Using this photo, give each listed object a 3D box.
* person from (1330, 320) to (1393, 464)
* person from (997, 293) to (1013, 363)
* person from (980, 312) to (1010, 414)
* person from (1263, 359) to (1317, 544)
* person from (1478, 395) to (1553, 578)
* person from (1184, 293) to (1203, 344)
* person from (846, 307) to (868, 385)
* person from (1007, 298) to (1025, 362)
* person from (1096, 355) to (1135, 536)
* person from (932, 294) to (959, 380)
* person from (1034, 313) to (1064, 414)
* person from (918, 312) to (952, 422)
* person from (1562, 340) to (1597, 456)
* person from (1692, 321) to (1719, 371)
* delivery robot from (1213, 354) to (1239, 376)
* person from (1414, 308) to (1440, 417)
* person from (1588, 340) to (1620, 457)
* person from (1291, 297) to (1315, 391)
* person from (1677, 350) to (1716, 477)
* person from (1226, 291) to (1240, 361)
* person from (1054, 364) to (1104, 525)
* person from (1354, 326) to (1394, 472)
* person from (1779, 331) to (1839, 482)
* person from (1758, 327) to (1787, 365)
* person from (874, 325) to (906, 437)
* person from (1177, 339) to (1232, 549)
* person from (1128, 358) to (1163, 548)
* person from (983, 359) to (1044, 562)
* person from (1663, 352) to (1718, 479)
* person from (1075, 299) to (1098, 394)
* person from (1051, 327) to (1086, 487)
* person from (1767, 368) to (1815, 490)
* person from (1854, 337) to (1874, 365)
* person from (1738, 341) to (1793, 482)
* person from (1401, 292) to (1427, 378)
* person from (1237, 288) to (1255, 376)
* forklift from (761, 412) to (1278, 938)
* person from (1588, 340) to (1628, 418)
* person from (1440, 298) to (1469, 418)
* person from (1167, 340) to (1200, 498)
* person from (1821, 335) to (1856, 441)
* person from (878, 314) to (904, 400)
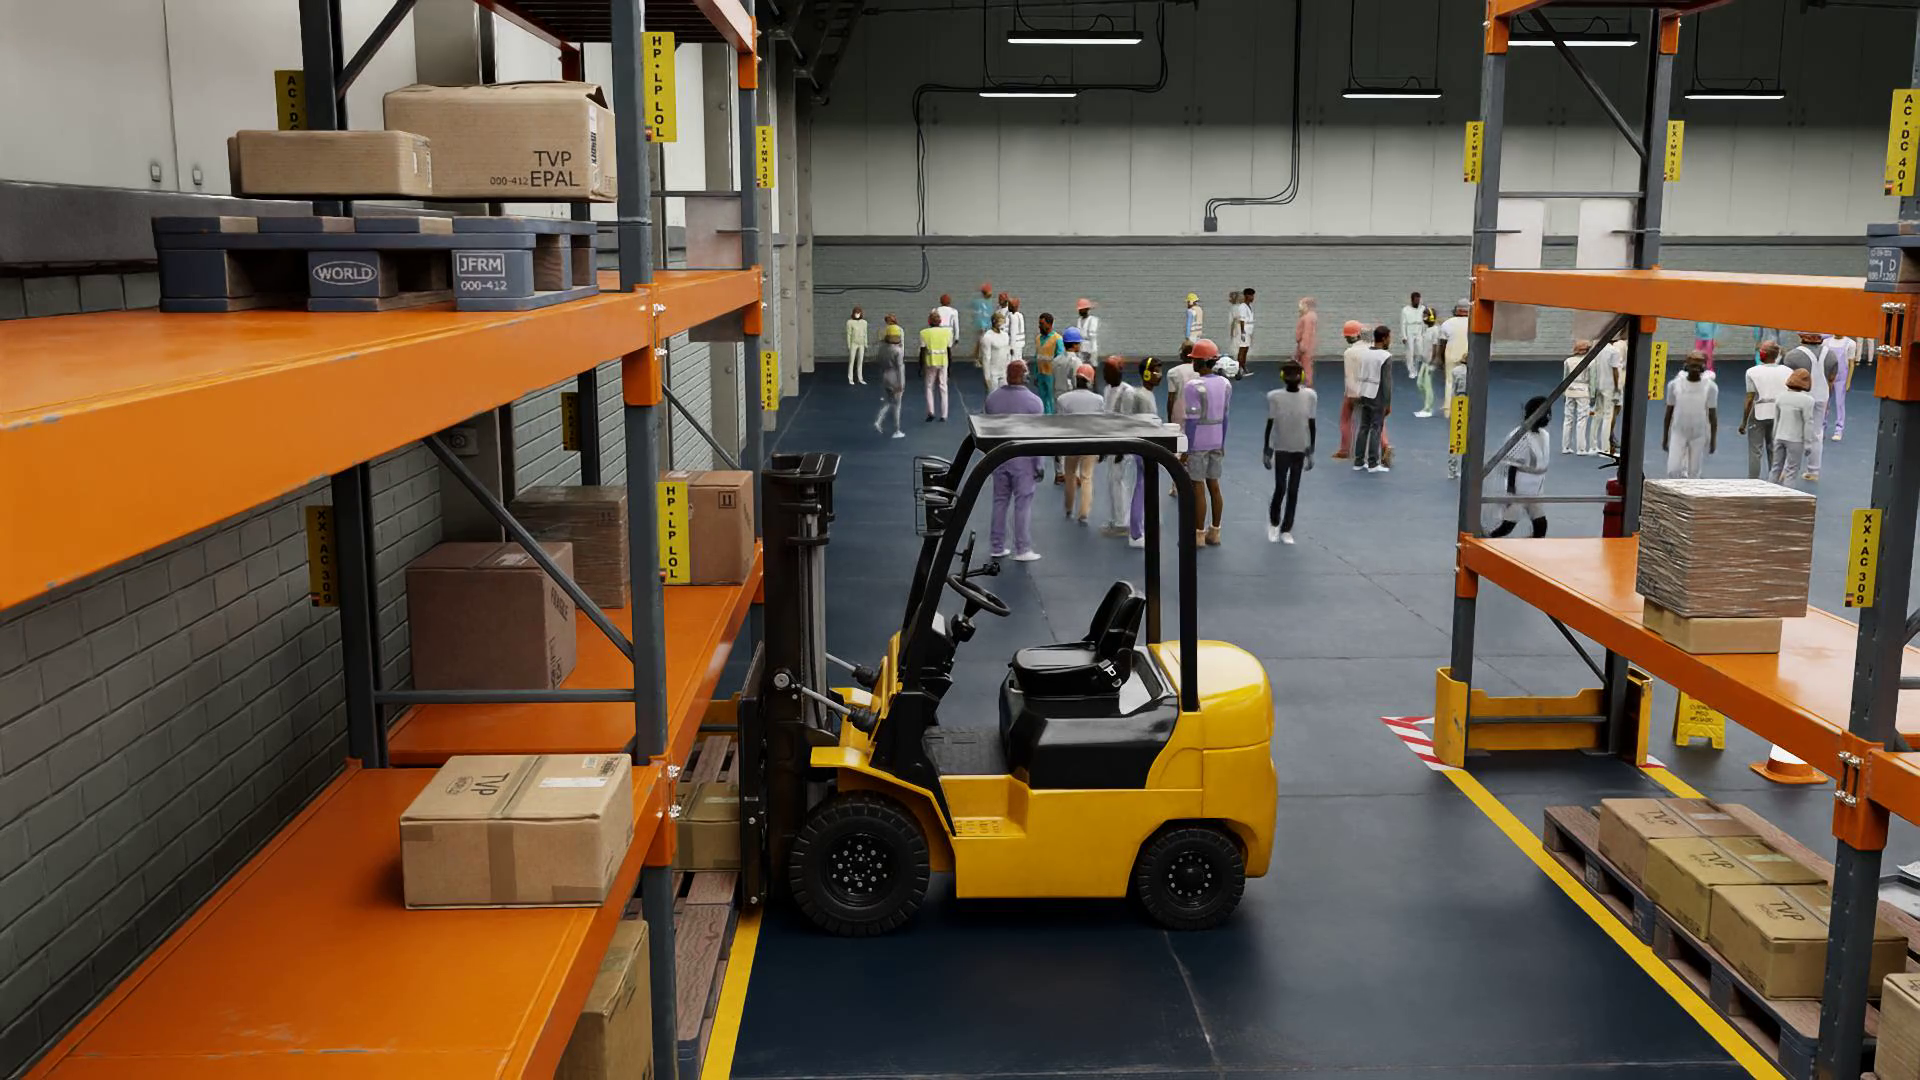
[{"bbox_3d":[5.457,-1.996,22.467,0.621,1.947,0.955,-7,13,-36],"label":"person"},{"bbox_3d":[0.944,-4.399,36.007,0.356,1.883,0.572,-7,12,-35],"label":"person"},{"bbox_3d":[0.540,-2.517,25.410,0.369,1.932,0.623,7,12,34],"label":"person"},{"bbox_3d":[3.262,-0.859,16.411,0.490,1.844,0.481,0,10,1],"label":"person"},{"bbox_3d":[4.923,-0.451,14.619,0.554,1.665,0.744,-9,13,-41],"label":"person"},{"bbox_3d":[5.274,-4.671,37.705,0.404,1.824,0.585,8,13,36],"label":"person"},{"bbox_3d":[-2.157,-4.074,34.894,0.501,1.632,0.286,-6,12,-32],"label":"person"},{"bbox_3d":[1.104,-3.839,32.916,0.343,1.878,0.584,3,11,14],"label":"person"},{"bbox_3d":[1.606,-0.943,16.875,0.414,1.862,0.609,-4,11,-19],"label":"person"},{"bbox_3d":[-0.320,-4.414,36.178,0.602,1.846,0.844,0,10,1],"label":"person"},{"bbox_3d":[1.352,-2.490,25.275,0.373,1.917,0.594,-7,12,-35],"label":"person"},{"bbox_3d":[-0.420,-2.870,27.684,0.610,1.815,0.460,-4,11,-19],"label":"person"},{"bbox_3d":[8.674,-1.996,23.329,0.312,1.634,0.514,-7,12,-34],"label":"person"},{"bbox_3d":[15.637,-4.242,34.866,0.459,1.971,0.625,-7,12,-35],"label":"person"},{"bbox_3d":[5.758,-3.784,36.019,0.477,0.478,0.707,-3,11,-15],"label":"delivery robot"},{"bbox_3d":[7.970,-3.014,28.381,0.353,1.859,0.520,-1,10,-6],"label":"person"},{"bbox_3d":[8.994,-2.084,23.145,0.329,1.871,0.513,-3,11,-18],"label":"person"},{"bbox_3d":[6.728,-3.865,32.997,0.657,1.887,0.673,1,10,4],"label":"person"},{"bbox_3d":[9.320,-1.598,21.106,0.527,1.623,0.372,0,10,2],"label":"person"},{"bbox_3d":[6.420,-4.902,38.953,0.492,1.828,0.536,3,10,14],"label":"person"},{"bbox_3d":[1.287,-1.027,17.749,0.567,1.704,0.899,0,10,2],"label":"person"},{"bbox_3d":[5.394,-1.830,21.641,0.408,1.907,0.599,-5,11,-25],"label":"person"},{"bbox_3d":[10.499,-1.738,20.743,0.680,2.000,0.537,-1,10,-7],"label":"person"},{"bbox_3d":[15.875,-3.802,32.525,0.372,1.939,0.629,-3,11,-18],"label":"person"},{"bbox_3d":[-1.044,-2.415,25.351,0.508,1.730,0.435,10,14,43],"label":"person"},{"bbox_3d":[2.374,-0.936,16.258,0.611,2.048,0.364,-9,14,-42],"label":"person"},{"bbox_3d":[1.822,-0.857,16.324,0.312,1.864,0.532,1,10,7],"label":"person"},{"bbox_3d":[0.527,-0.753,15.672,0.644,1.899,0.398,7,12,33],"label":"person"},{"bbox_3d":[7.761,-1.084,17.689,0.535,1.819,0.706,5,11,24],"label":"person"},{"bbox_3d":[2.316,-3.587,31.417,0.891,1.895,0.562,-9,13,-41],"label":"person"},{"bbox_3d":[1.348,-1.619,20.333,0.389,1.949,0.602,-6,12,-30],"label":"person"},{"bbox_3d":[9.065,-1.058,18.139,0.323,1.620,0.511,-3,11,-18],"label":"person"},{"bbox_3d":[21.995,-5.244,40.397,0.613,1.995,0.391,3,10,14],"label":"person"},{"bbox_3d":[9.378,-1.392,19.363,0.575,1.841,0.375,-1,10,-7],"label":"person"},{"bbox_3d":[9.948,-4.481,36.421,0.641,1.891,0.492,-2,10,-11],"label":"person"},{"bbox_3d":[6.404,-4.663,37.273,0.377,1.958,0.602,5,11,24],"label":"person"},{"bbox_3d":[0.291,0.548,7.580,2.313,2.155,1.214,0,10,-2],"label":"forklift"},{"bbox_3d":[10.929,-2.993,27.995,0.404,1.957,0.680,-10,14,-44],"label":"person"},{"bbox_3d":[8.493,-3.083,28.233,0.688,2.000,0.535,3,11,18],"label":"person"},{"bbox_3d":[2.660,-1.410,19.459,0.507,1.846,0.345,0,10,-2],"label":"person"},{"bbox_3d":[13.160,-2.410,25.031,0.345,1.847,0.506,-9,13,-41],"label":"person"},{"bbox_3d":[-1.304,-3.439,31.337,0.511,1.640,0.308,3,11,19],"label":"person"}]
